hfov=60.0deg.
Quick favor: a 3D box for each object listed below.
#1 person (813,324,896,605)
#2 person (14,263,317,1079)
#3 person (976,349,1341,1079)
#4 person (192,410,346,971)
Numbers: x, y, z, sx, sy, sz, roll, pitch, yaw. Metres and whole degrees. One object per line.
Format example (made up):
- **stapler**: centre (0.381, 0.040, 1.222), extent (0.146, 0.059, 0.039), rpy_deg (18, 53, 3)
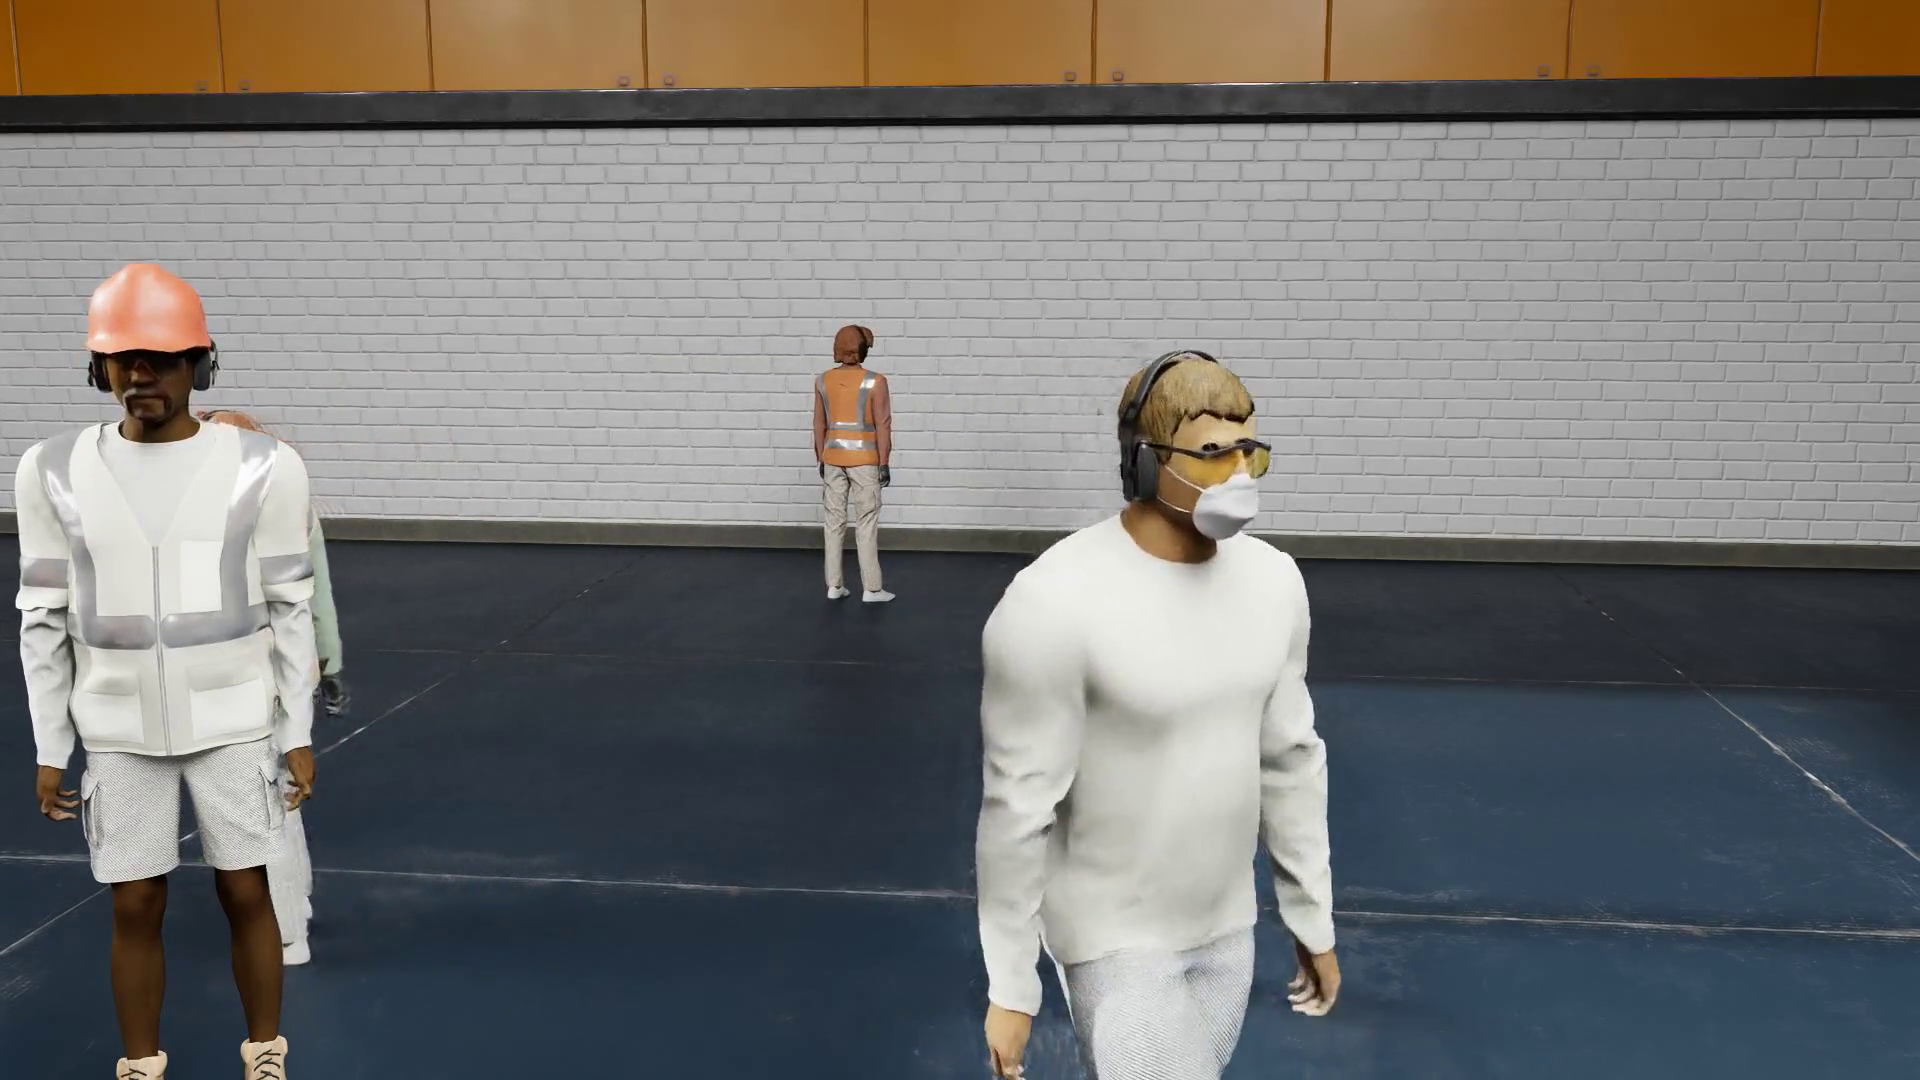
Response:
- **person**: centre (-0.631, -0.440, 9.772), extent (0.514, 1.641, 0.315), rpy_deg (5, 11, 28)
- **person**: centre (-1.751, 0.415, 3.727), extent (0.608, 2.046, 0.368), rpy_deg (-3, 10, -17)
- **person**: centre (0.412, 0.673, 2.607), extent (0.655, 1.914, 0.803), rpy_deg (-8, 13, -40)
- **person**: centre (-2.078, 0.434, 4.826), extent (0.542, 1.616, 0.534), rpy_deg (5, 11, 28)
